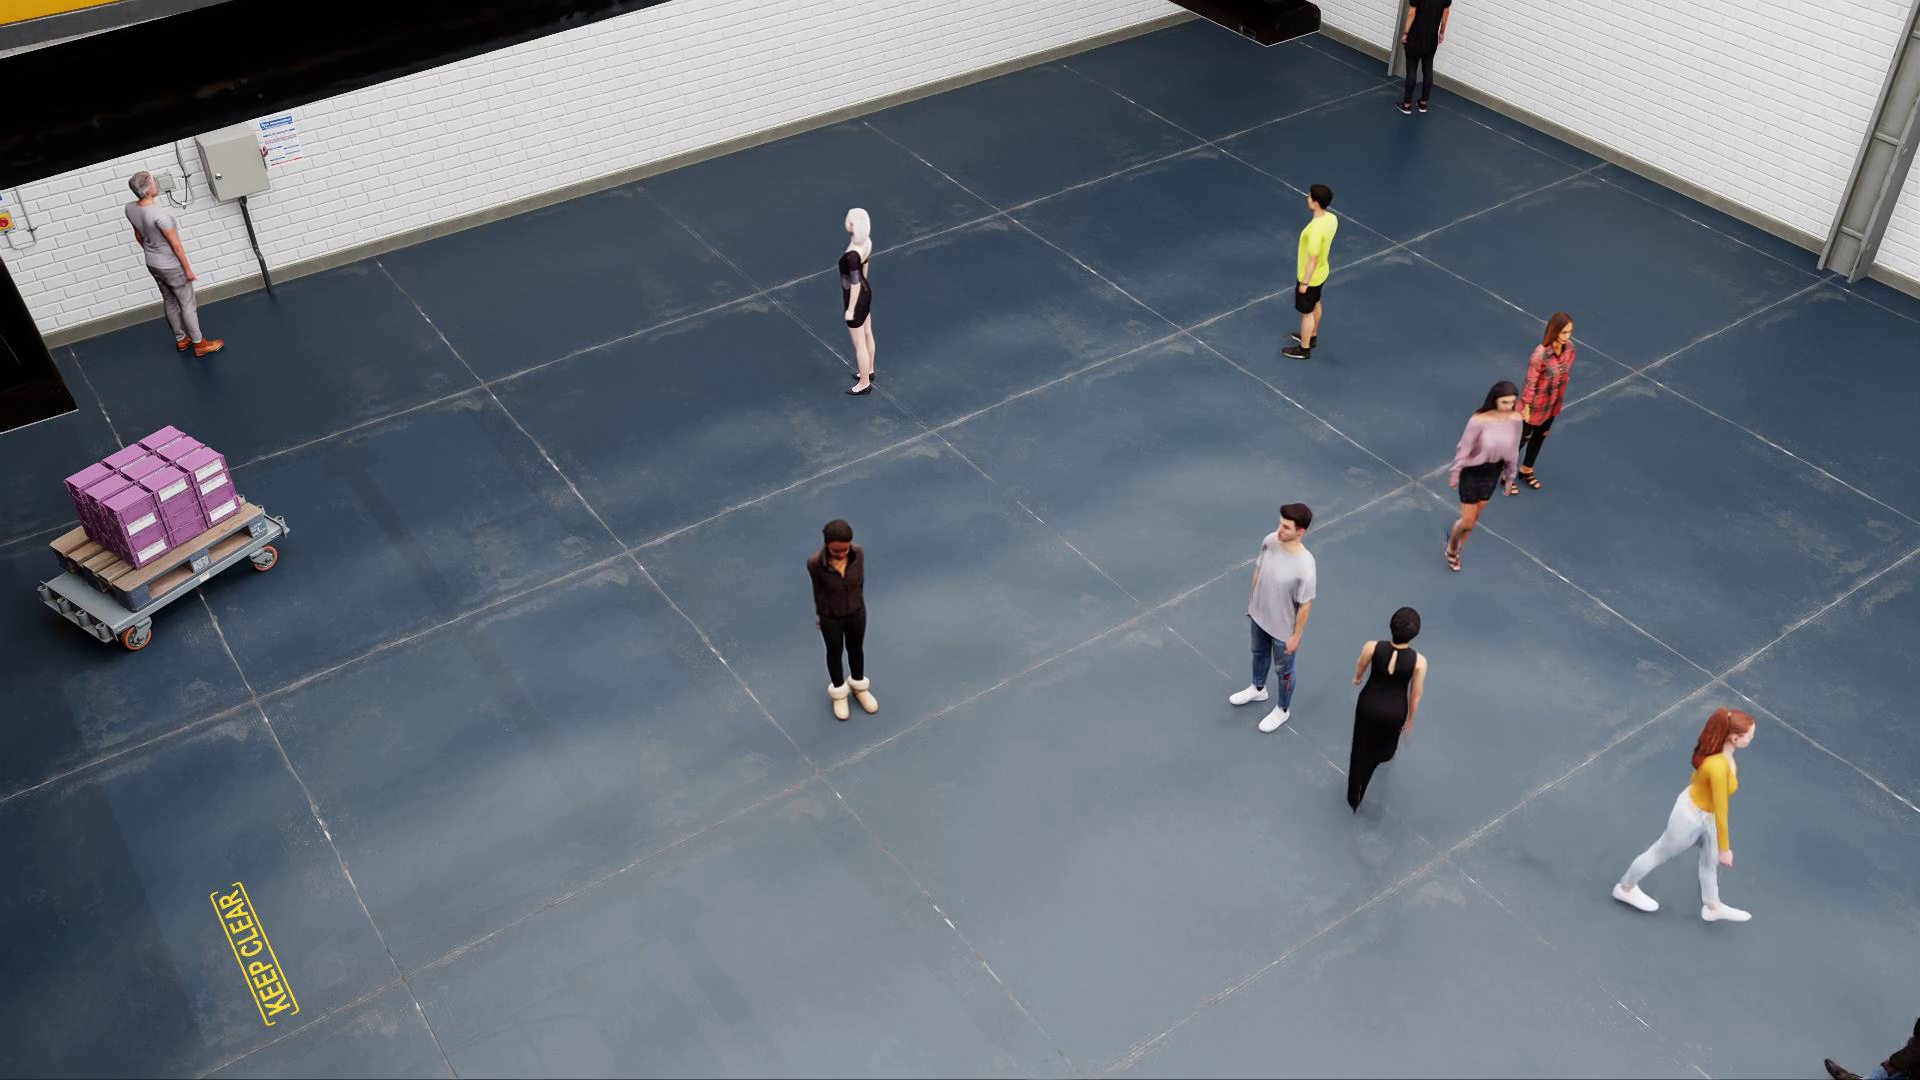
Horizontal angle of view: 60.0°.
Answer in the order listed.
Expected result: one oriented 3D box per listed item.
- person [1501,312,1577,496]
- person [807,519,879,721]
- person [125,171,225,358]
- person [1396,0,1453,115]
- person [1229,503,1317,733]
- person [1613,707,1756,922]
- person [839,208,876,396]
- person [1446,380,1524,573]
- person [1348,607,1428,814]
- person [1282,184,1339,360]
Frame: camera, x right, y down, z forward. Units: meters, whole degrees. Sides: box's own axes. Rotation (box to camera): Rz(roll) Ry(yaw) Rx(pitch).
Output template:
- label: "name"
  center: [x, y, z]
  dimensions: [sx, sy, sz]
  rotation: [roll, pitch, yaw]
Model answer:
- label: "person"
  center: [4.772, -1.135, 13.688]
  dimensions: [0.617, 1.700, 0.566]
  rotation: [-19, 42, -22]
- label: "person"
  center: [-0.835, 0.501, 11.674]
  dimensions: [0.667, 1.659, 0.610]
  rotation: [-23, 44, -26]
- label: "person"
  center: [-7.321, -2.543, 15.347]
  dimensions: [0.678, 1.831, 0.831]
  rotation: [18, 42, 21]
- label: "person"
  center: [5.470, -5.961, 19.598]
  dimensions: [0.767, 1.867, 0.742]
  rotation: [-7, 39, -8]
- label: "person"
  center: [2.204, 0.516, 11.472]
  dimensions: [0.738, 1.888, 0.500]
  rotation: [-22, 43, -25]
- label: "person"
  center: [4.371, 1.682, 10.151]
  dimensions: [1.123, 1.713, 0.925]
  rotation: [18, 42, 21]
- label: "person"
  center: [-0.902, -2.132, 14.834]
  dimensions: [0.701, 1.830, 0.650]
  rotation: [8, 39, 10]
- label: "person"
  center: [3.967, -0.524, 12.848]
  dimensions: [0.743, 1.795, 0.743]
  rotation: [-5, 39, -7]
- label: "person"
  center: [2.750, 1.167, 10.912]
  dimensions: [0.987, 1.569, 0.993]
  rotation: [10, 40, 12]
- label: "person"
  center: [3.272, -2.490, 15.380]
  dimensions: [0.677, 1.708, 0.698]
  rotation: [18, 42, 22]
